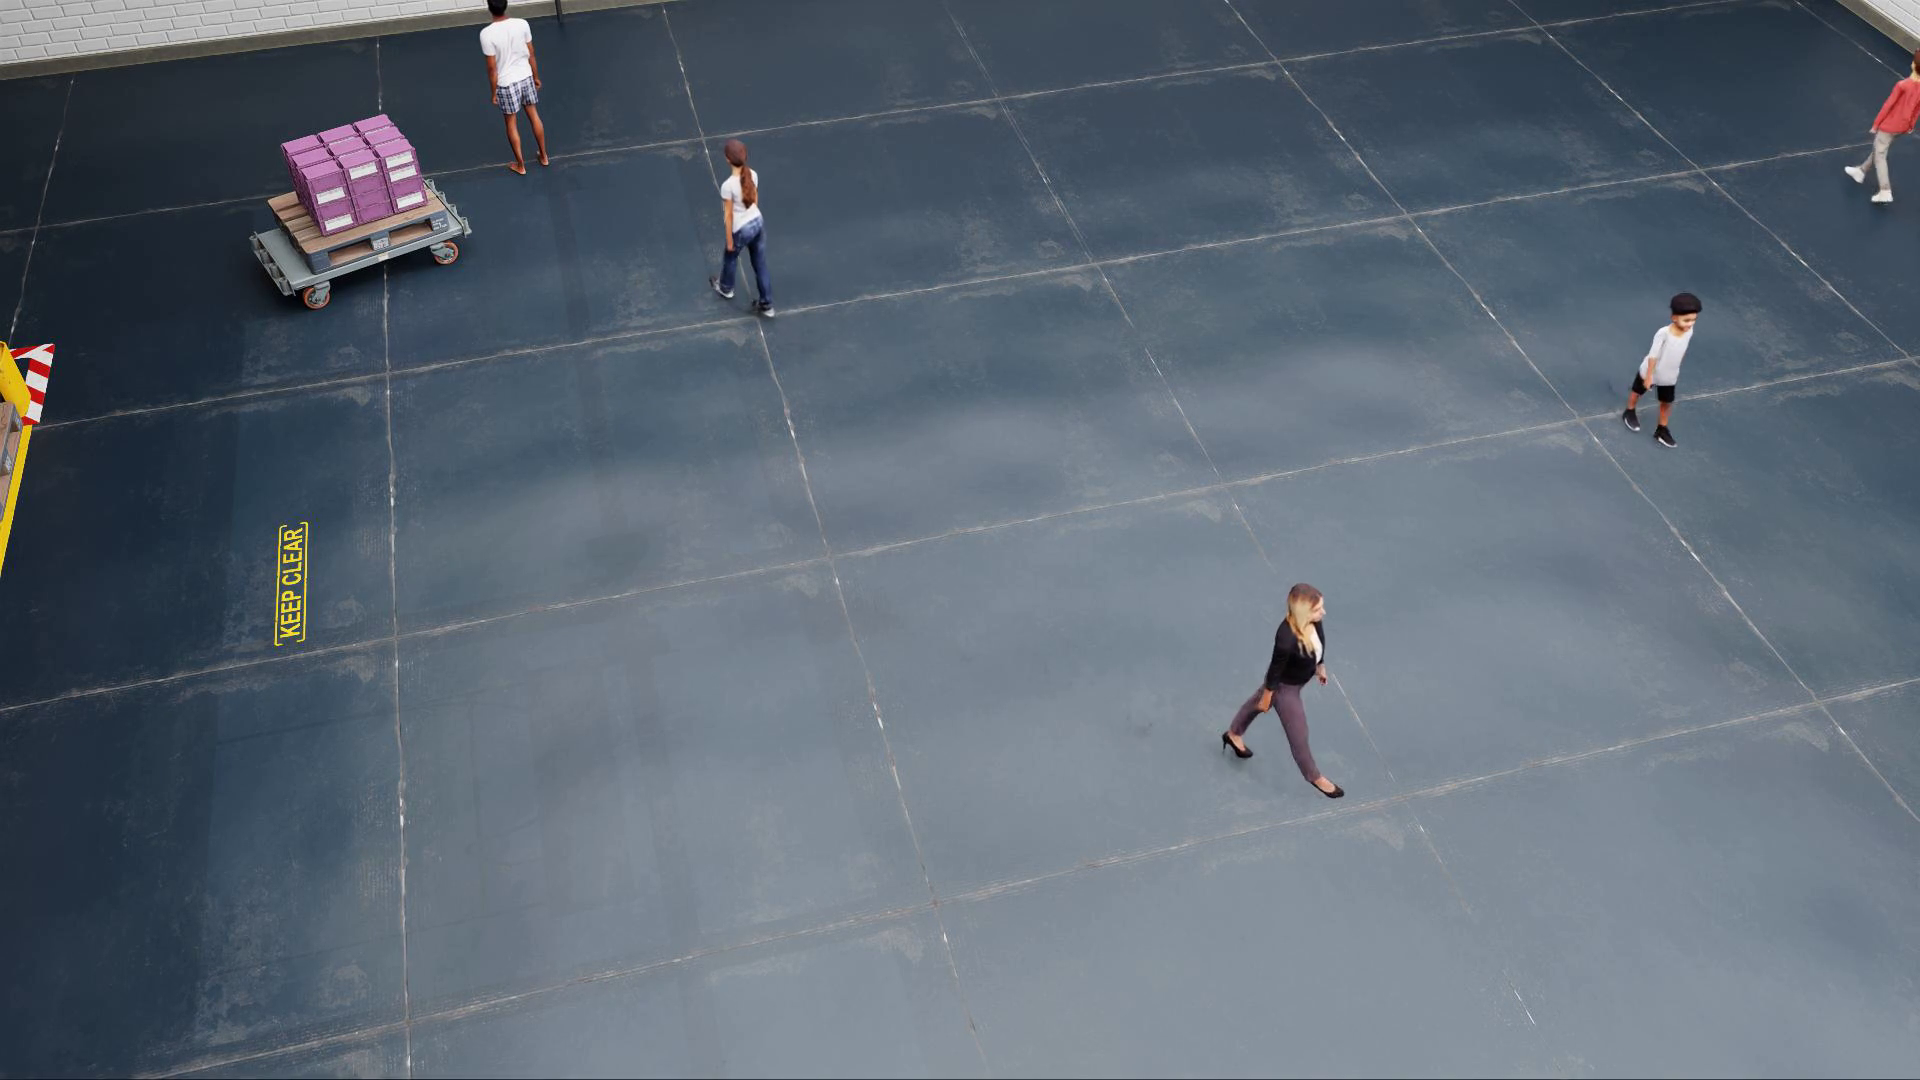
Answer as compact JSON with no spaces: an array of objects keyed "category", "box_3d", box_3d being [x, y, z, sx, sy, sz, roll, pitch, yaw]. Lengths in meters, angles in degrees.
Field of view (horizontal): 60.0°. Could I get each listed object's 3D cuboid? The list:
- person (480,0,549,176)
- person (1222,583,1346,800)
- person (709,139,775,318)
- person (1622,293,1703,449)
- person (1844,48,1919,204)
[{"category":"person","box_3d":[-4.043,-4.150,15.055,0.707,1.733,0.658,-27,50,-26]},{"category":"person","box_3d":[1.848,0.830,9.904,1.089,1.629,1.051,20,47,20]},{"category":"person","box_3d":[-1.692,-2.484,13.452,0.839,1.532,1.017,-34,53,-30]},{"category":"person","box_3d":[5.221,-1.346,12.471,0.528,1.238,0.738,-7,44,-7]},{"category":"person","box_3d":[8.345,-3.665,14.789,0.519,1.398,0.904,-10,45,-11]}]
